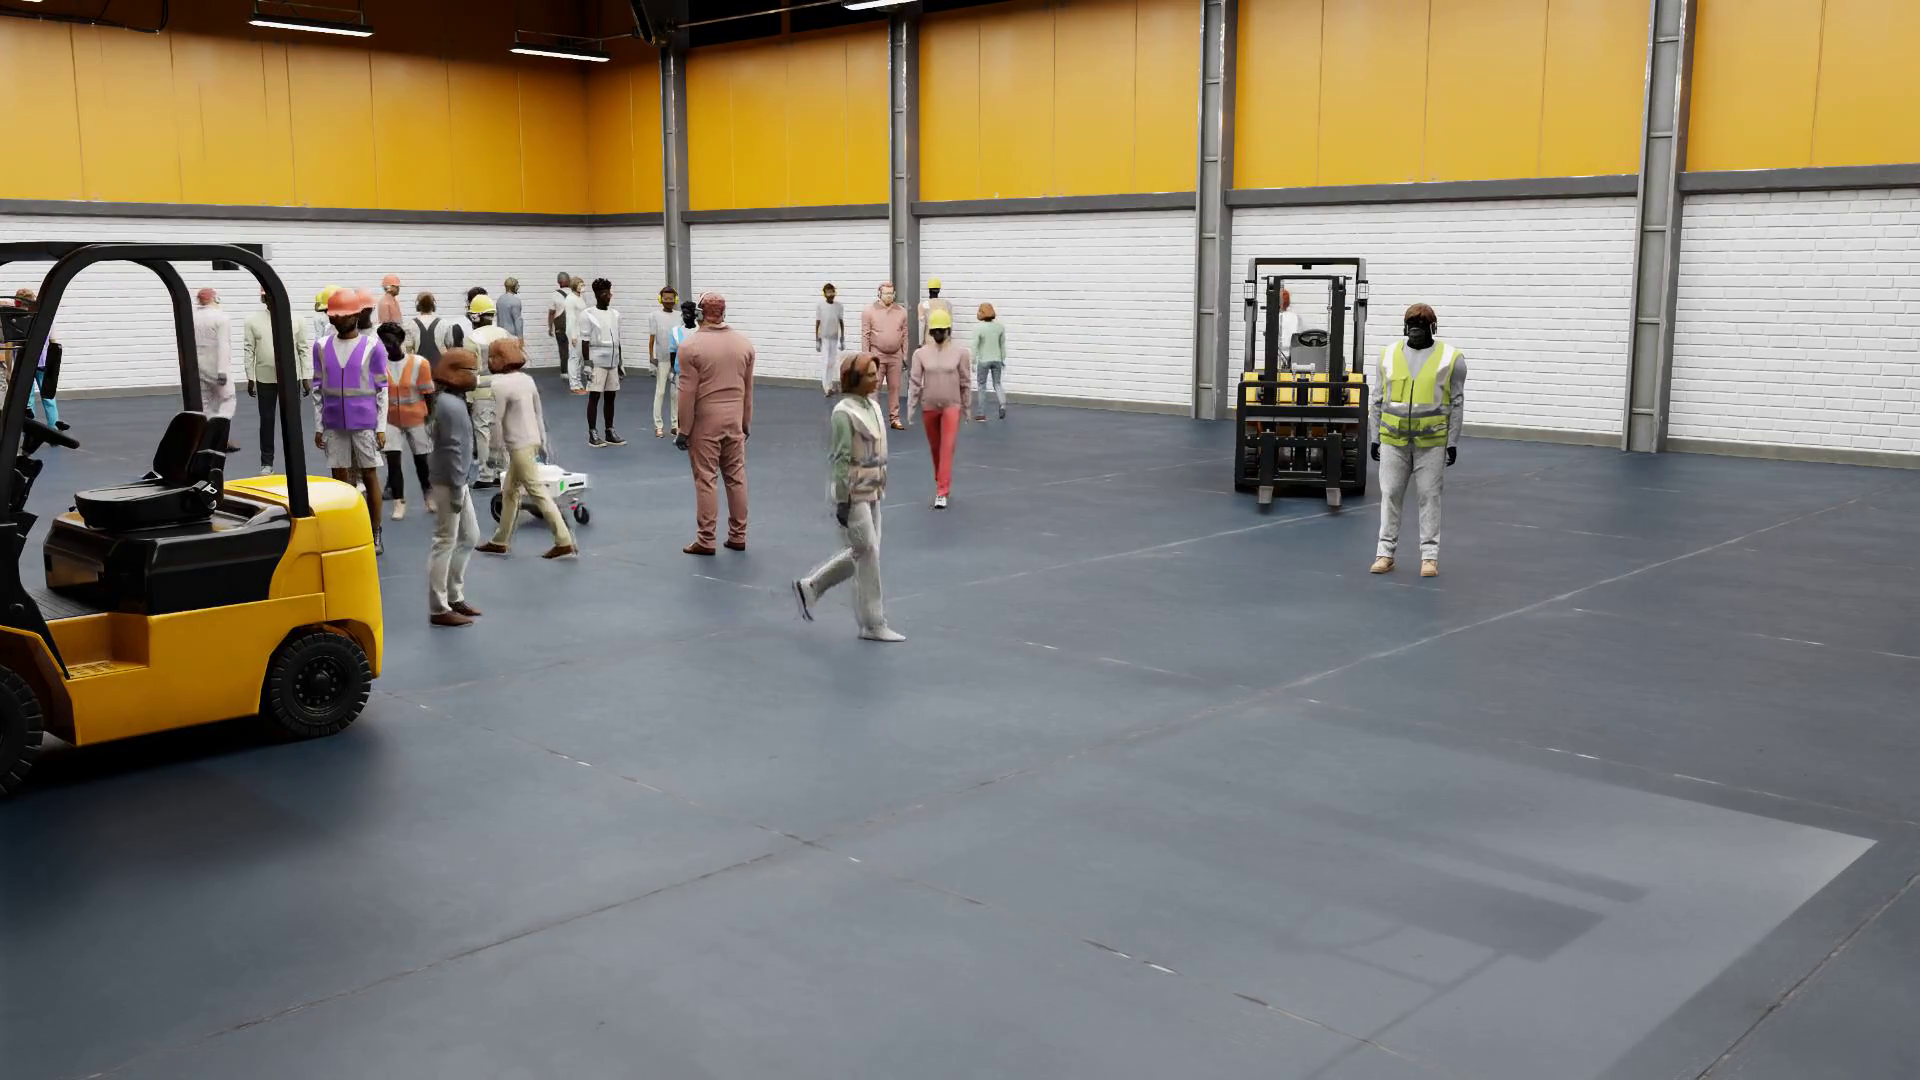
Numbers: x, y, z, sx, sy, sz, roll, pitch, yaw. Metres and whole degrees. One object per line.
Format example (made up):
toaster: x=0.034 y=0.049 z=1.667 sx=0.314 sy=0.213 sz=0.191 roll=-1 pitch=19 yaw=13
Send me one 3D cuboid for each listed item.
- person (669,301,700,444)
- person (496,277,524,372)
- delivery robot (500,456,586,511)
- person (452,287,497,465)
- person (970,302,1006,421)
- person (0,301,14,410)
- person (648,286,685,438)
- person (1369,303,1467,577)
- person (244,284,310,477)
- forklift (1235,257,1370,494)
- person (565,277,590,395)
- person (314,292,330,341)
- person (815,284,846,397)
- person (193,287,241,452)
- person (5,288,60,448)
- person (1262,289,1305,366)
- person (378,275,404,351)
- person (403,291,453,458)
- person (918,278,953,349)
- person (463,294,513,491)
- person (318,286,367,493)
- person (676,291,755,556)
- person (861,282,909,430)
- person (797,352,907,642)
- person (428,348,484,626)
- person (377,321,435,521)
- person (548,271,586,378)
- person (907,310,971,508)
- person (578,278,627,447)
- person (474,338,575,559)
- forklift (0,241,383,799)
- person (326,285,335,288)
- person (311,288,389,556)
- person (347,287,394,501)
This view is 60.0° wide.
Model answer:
person: x=-3.177 y=-1.971 z=19.647 sx=0.531 sy=1.697 sz=0.322 roll=1 pitch=9 yaw=4
person: x=-7.344 y=-3.329 z=27.235 sx=0.635 sy=1.937 sz=0.355 roll=9 pitch=13 yaw=43
delivery robot: x=-3.377 y=-0.443 z=13.483 sx=0.707 sy=0.478 sz=0.477 roll=5 pitch=10 yaw=28
person: x=-5.187 y=-1.728 z=17.568 sx=0.674 sy=1.891 sz=0.611 roll=4 pitch=10 yaw=22
person: x=0.388 y=-2.412 z=22.560 sx=0.544 sy=1.620 sz=0.518 roll=-4 pitch=10 yaw=-26
person: x=-12.941 y=-2.422 z=22.593 sx=0.514 sy=1.640 sz=0.309 roll=4 pitch=10 yaw=21
person: x=-3.578 y=-2.190 z=20.481 sx=0.521 sy=1.865 sz=0.319 roll=-6 pitch=11 yaw=-32
person: x=3.073 y=-0.673 z=11.248 sx=0.625 sy=1.844 sz=0.429 roll=4 pitch=10 yaw=24
person: x=-6.797 y=-1.618 z=16.571 sx=0.614 sy=1.994 sz=0.385 roll=-3 pitch=10 yaw=-20
forklift: x=3.309 y=-1.629 z=16.029 sx=1.214 sy=2.155 sz=2.313 roll=2 pitch=9 yaw=11
person: x=-6.292 y=-3.352 z=27.376 sx=0.373 sy=1.940 sz=0.628 roll=0 pitch=9 yaw=2
person: x=-9.069 y=-2.673 z=23.834 sx=0.311 sy=1.737 sz=0.483 roll=4 pitch=10 yaw=22
person: x=-2.117 y=-3.248 z=27.087 sx=0.504 sy=1.830 sz=0.641 roll=-5 pitch=11 yaw=-29
person: x=-8.467 y=-1.912 z=18.756 sx=0.666 sy=1.870 sz=0.520 roll=3 pitch=10 yaw=19
person: x=-10.687 y=-1.967 z=19.166 sx=0.563 sy=1.847 sz=0.394 roll=-9 pitch=13 yaw=-43
person: x=3.853 y=-2.058 z=19.750 sx=0.575 sy=1.845 sz=0.947 roll=-2 pitch=10 yaw=-15
person: x=-8.614 y=-3.012 z=25.209 sx=0.378 sy=1.980 sz=0.713 roll=-1 pitch=9 yaw=-6
person: x=-5.799 y=-1.805 z=18.241 sx=0.521 sy=1.819 sz=0.724 roll=-3 pitch=10 yaw=-15
person: x=-0.398 y=-3.140 z=26.112 sx=0.589 sy=1.928 sz=0.386 roll=-4 pitch=10 yaw=-24
person: x=-4.432 y=-1.371 z=15.554 sx=0.404 sy=1.833 sz=0.590 roll=4 pitch=10 yaw=24
person: x=-5.682 y=-1.380 z=15.358 sx=0.587 sy=1.916 sz=0.392 roll=6 pitch=11 yaw=33
person: x=-1.796 y=-0.842 z=12.087 sx=0.640 sy=1.908 sz=0.409 roll=-9 pitch=13 yaw=-43
person: x=-0.949 y=-2.357 z=21.379 sx=0.643 sy=1.908 sz=0.411 roll=-4 pitch=10 yaw=-22
person: x=-0.619 y=-0.244 z=9.293 sx=0.638 sy=1.624 sz=0.516 roll=3 pitch=10 yaw=19
person: x=-2.953 y=-0.308 z=9.704 sx=0.370 sy=1.614 sz=0.511 roll=-3 pitch=10 yaw=-17
person: x=-4.613 y=-0.997 z=13.821 sx=0.540 sy=1.653 sz=0.619 roll=-1 pitch=9 yaw=-7
person: x=-7.454 y=-4.070 z=31.469 sx=0.707 sy=2.000 sz=0.536 roll=-5 pitch=11 yaw=-28
person: x=-0.179 y=-1.166 z=14.656 sx=0.544 sy=1.719 sz=0.922 roll=1 pitch=9 yaw=9
person: x=-4.164 y=-2.066 z=19.429 sx=0.368 sy=1.959 sz=0.602 roll=7 pitch=11 yaw=35
person: x=-3.129 y=-0.648 z=11.888 sx=0.823 sy=1.581 sz=0.487 roll=2 pitch=9 yaw=10
forklift: x=-3.706 y=-0.171 z=7.093 sx=1.214 sy=2.155 sz=2.313 roll=9 pitch=13 yaw=43
person: x=-9.486 y=-2.959 z=25.287 sx=0.596 sy=1.831 sz=0.403 roll=6 pitch=11 yaw=33
person: x=-4.392 y=-0.840 z=11.985 sx=0.544 sy=1.936 sz=0.359 roll=0 pitch=9 yaw=-2
person: x=-5.241 y=-1.255 z=14.631 sx=0.566 sy=1.897 sz=0.885 roll=2 pitch=9 yaw=12
